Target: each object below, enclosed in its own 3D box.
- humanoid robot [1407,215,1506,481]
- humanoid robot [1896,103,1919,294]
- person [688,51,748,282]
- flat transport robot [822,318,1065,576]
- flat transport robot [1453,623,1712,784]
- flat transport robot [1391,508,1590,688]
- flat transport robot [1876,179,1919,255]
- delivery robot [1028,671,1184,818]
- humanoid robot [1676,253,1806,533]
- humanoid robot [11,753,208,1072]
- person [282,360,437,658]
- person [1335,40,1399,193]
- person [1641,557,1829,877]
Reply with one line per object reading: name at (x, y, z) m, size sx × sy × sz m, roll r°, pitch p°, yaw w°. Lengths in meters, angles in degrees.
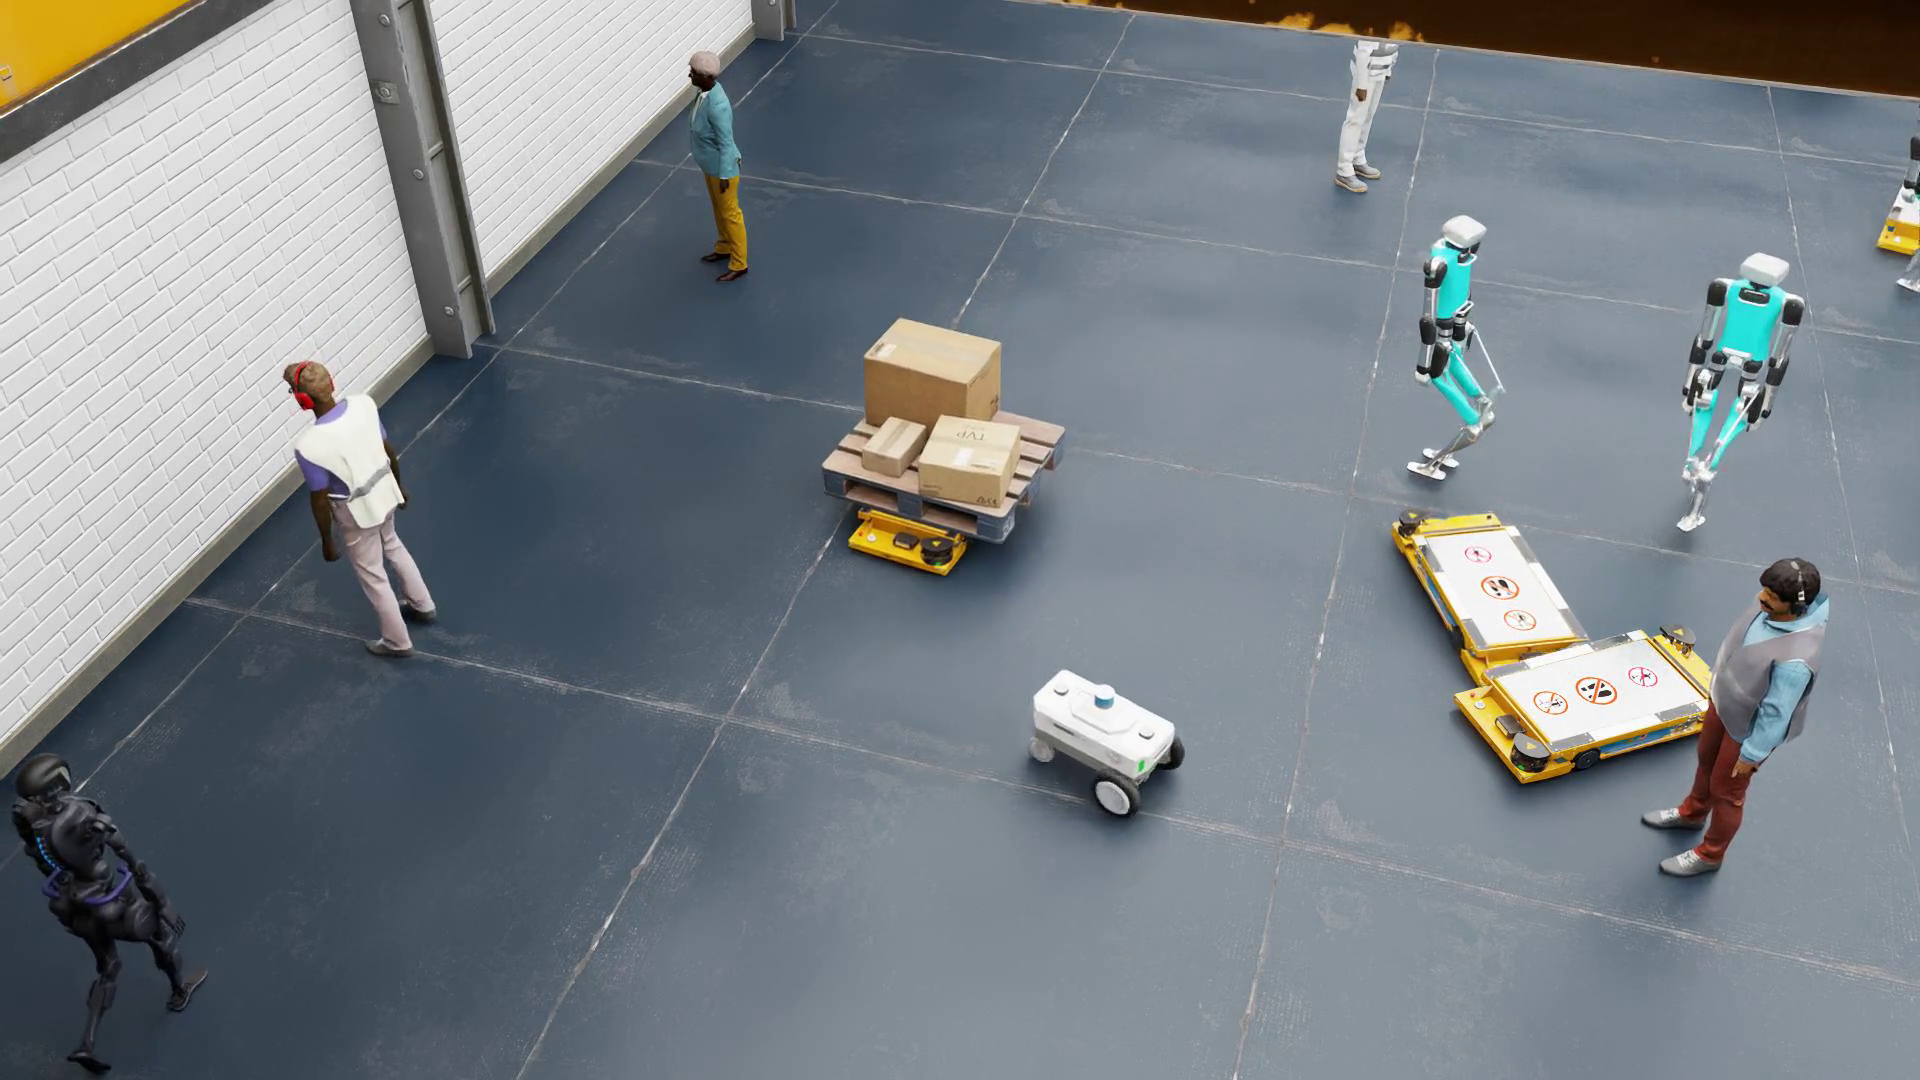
humanoid robot at (3.105, -1.113, 10.163) m, size 0.699 × 1.734 × 0.530 m, roll 28°, pitch 46°, yaw 30°
humanoid robot at (7.179, -2.515, 12.052) m, size 0.531 × 1.854 × 0.854 m, roll -17°, pitch 42°, yaw -20°
person at (-1.795, -2.748, 12.236) m, size 0.346 × 1.755 × 0.525 m, roll -15°, pitch 41°, yaw -17°
flat transport robot at (-0.082, -0.329, 10.414) m, size 0.659 × 0.231 × 1.431 m, roll 16°, pitch 42°, yaw 19°
flat transport robot at (3.457, 0.864, 8.930) m, size 1.431 × 0.231 × 0.659 m, roll -12°, pitch 40°, yaw -15°
flat transport robot at (3.063, 0.305, 9.625) m, size 0.659 × 0.231 × 1.431 m, roll -5°, pitch 39°, yaw -7°
flat transport robot at (7.799, -2.604, 13.243) m, size 0.659 × 0.231 × 1.431 m, roll 22°, pitch 44°, yaw 25°
delivery robot at (0.743, 1.002, 8.530) m, size 0.781 × 0.595 × 0.499 m, roll 25°, pitch 45°, yaw 28°
humanoid robot at (4.458, -0.784, 9.809) m, size 0.568 × 1.732 × 0.991 m, roll 26°, pitch 45°, yaw 29°
humanoid robot at (-3.623, 1.554, 6.960) m, size 0.583 × 1.631 × 0.632 m, roll 8°, pitch 39°, yaw 10°
person at (-3.231, -0.150, 8.956) m, size 0.456 × 1.820 × 0.594 m, roll 12°, pitch 40°, yaw 15°
person at (3.328, -3.758, 13.392) m, size 0.362 × 1.882 × 0.574 m, roll 24°, pitch 45°, yaw 27°
person at (3.646, 0.826, 7.701) m, size 0.421 × 1.869 × 0.546 m, roll 2°, pitch 39°, yaw 3°
